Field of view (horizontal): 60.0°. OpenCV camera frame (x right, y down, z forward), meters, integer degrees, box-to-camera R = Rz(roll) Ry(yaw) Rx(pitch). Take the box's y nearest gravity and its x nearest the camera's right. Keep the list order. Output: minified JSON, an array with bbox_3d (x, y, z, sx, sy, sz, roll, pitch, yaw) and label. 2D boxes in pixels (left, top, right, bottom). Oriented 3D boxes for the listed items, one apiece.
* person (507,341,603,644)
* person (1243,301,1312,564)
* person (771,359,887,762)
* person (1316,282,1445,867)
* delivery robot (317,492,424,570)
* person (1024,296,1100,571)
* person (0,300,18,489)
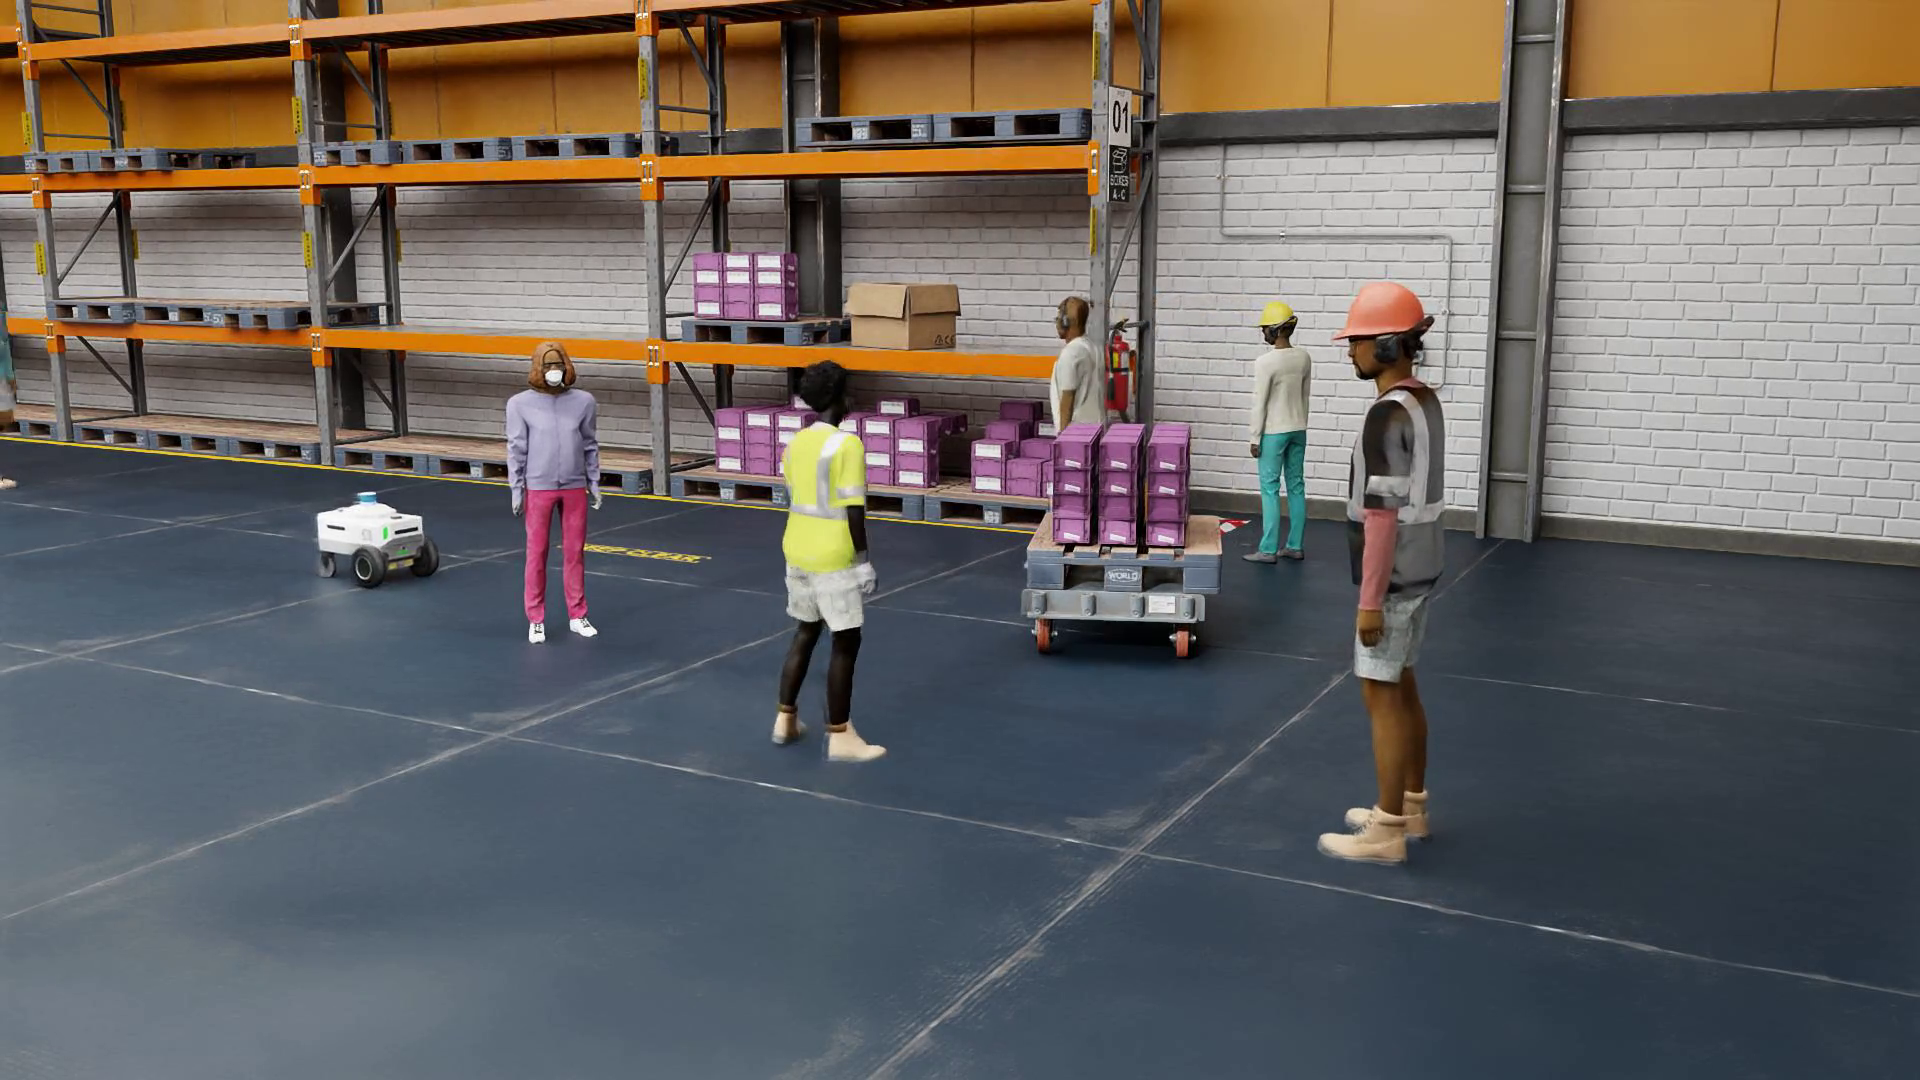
[{"bbox_3d":[-2.192,-0.263,9.030,0.508,1.632,0.270,-6,12,-30],"label":"person"},{"bbox_3d":[2.134,-0.715,11.177,0.524,1.761,0.338,-7,13,-35],"label":"person"},{"bbox_3d":[-0.569,0.093,6.988,0.345,1.683,0.586,-7,12,-34],"label":"person"},{"bbox_3d":[1.480,0.120,5.850,0.413,2.034,0.614,5,11,25],"label":"person"},{"bbox_3d":[-3.770,-0.062,10.631,0.707,0.478,0.477,7,12,32],"label":"delivery robot"},{"bbox_3d":[0.822,-0.659,10.716,0.777,1.811,0.528,3,11,18],"label":"person"},{"bbox_3d":[-8.549,-1.450,14.454,0.607,2.026,0.621,3,11,15],"label":"person"}]
